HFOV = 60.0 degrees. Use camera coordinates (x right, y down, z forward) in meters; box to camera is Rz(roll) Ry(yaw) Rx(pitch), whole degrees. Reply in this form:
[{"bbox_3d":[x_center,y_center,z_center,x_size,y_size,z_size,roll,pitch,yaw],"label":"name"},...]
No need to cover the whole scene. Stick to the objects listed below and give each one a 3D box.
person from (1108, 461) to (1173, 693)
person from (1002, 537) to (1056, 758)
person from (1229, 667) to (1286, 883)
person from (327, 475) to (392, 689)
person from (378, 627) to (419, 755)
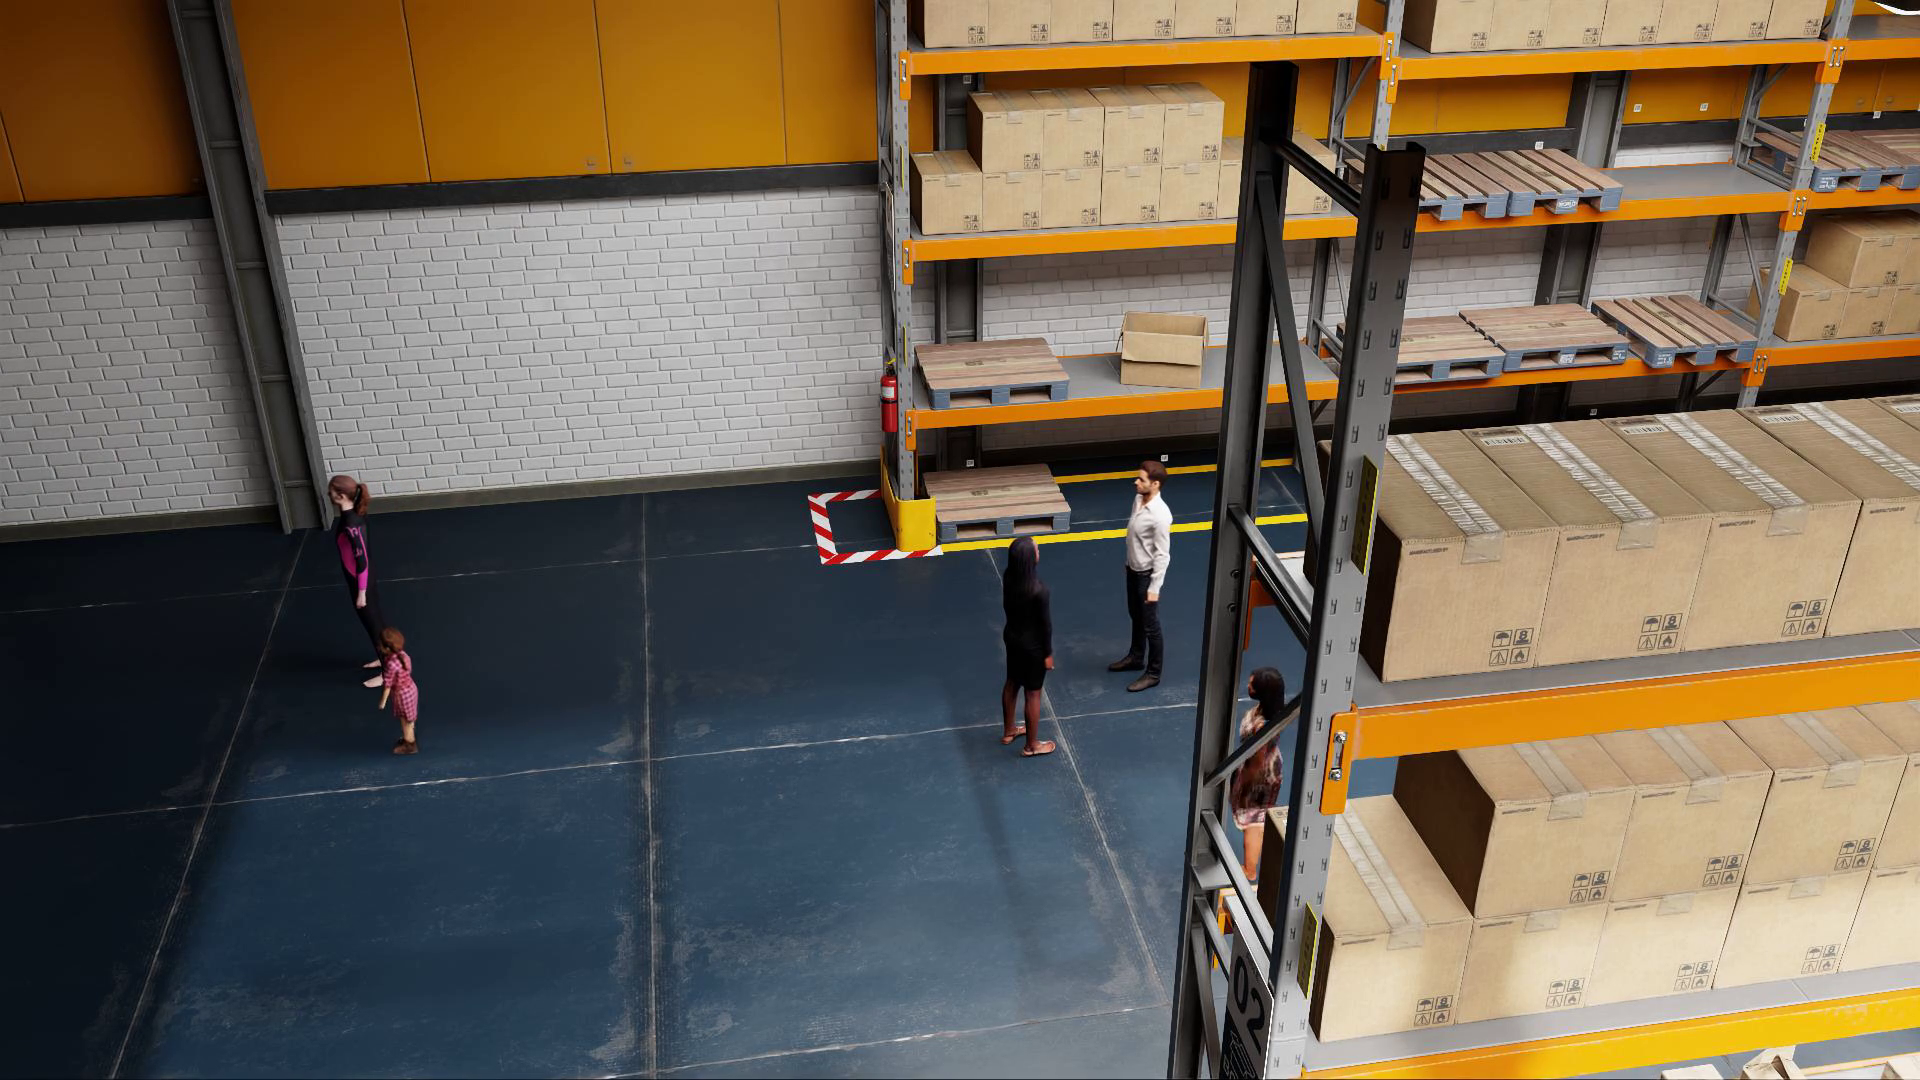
[{"bbox_3d":[1.393,0.248,12.457,0.589,1.871,0.695,-9,30,-17],"label":"person"},{"bbox_3d":[0.466,0.736,11.720,0.675,1.720,0.686,-20,35,-32],"label":"person"},{"bbox_3d":[1.942,1.489,10.425,0.832,1.638,0.797,7,29,13],"label":"person"},{"bbox_3d":[-4.492,0.294,12.498,0.531,1.751,0.550,-6,29,-10],"label":"person"},{"bbox_3d":[-3.949,1.083,11.817,0.511,1.018,0.473,2,29,3],"label":"person"}]
